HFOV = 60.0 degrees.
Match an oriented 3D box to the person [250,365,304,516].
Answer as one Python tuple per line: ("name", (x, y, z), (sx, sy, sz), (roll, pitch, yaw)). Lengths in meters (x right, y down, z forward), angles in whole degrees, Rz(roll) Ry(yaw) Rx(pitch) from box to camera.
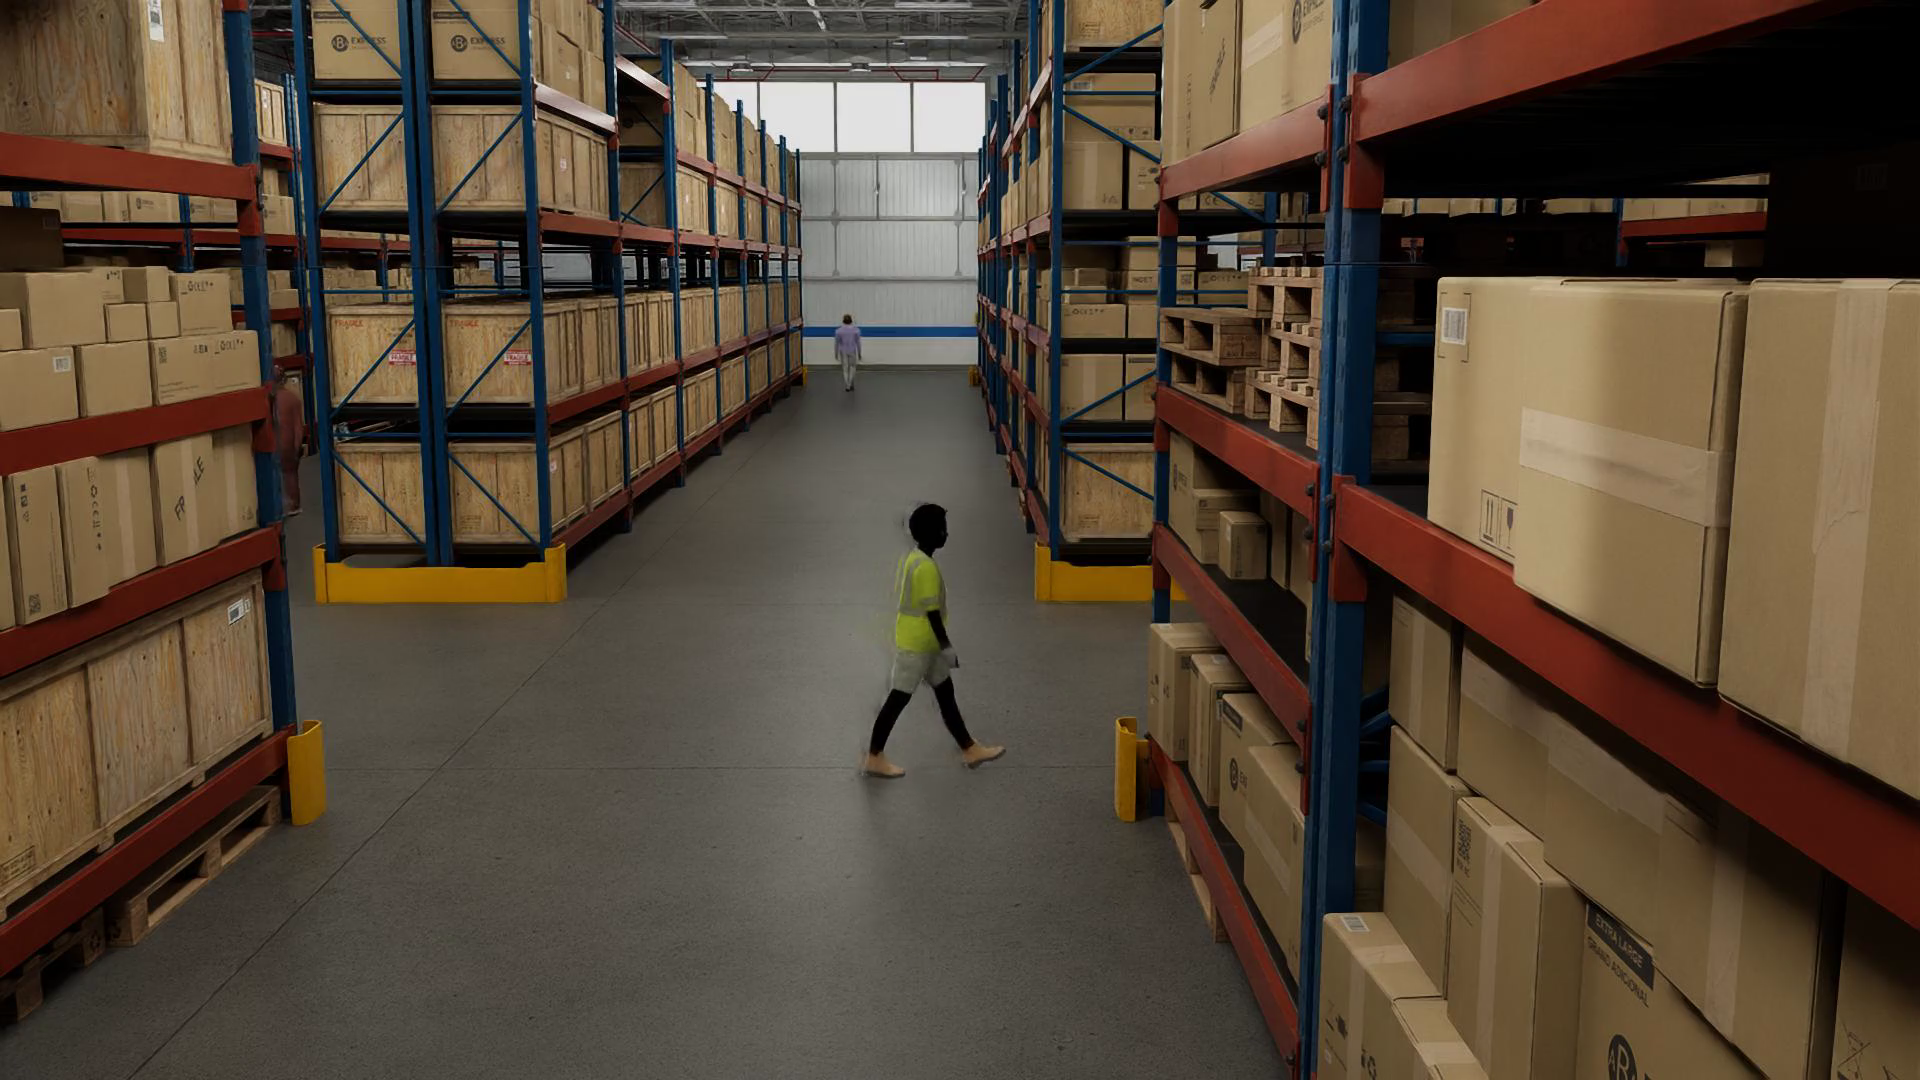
("person", (-8.259, -1.171, 20.107), (0.636, 1.877, 0.919), (-2, 9, -11))

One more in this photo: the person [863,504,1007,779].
("person", (-0.176, 0.606, 9.871), (0.884, 1.645, 0.538), (0, 9, -2))

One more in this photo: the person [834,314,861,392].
("person", (-2.788, -4.625, 41.206), (0.661, 1.897, 0.957), (-1, 9, -6))

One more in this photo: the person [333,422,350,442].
("person", (-9.872, -2.082, 26.156), (0.379, 1.731, 0.497), (4, 10, 23))
